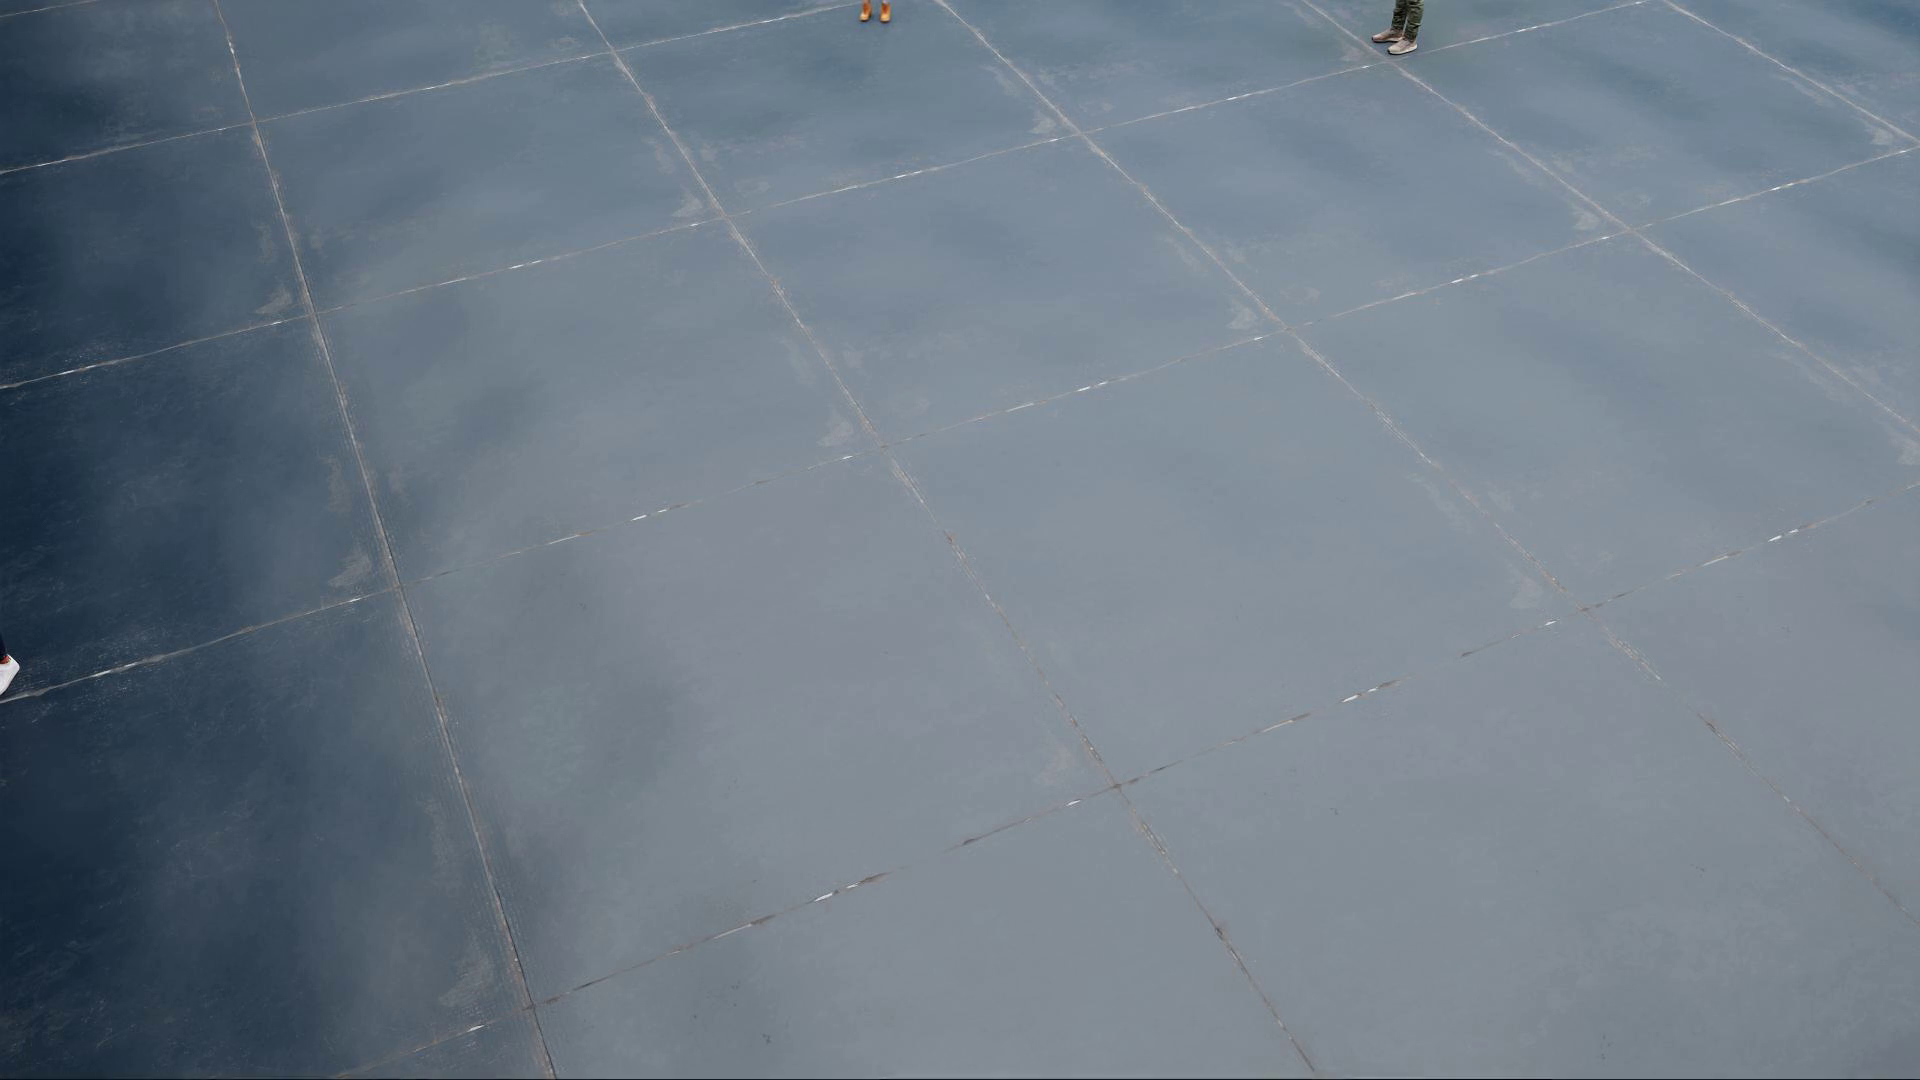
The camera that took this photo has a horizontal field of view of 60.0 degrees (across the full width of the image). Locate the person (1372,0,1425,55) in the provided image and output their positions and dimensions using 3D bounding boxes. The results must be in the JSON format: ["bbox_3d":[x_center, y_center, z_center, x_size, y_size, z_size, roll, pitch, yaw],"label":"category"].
[{"bbox_3d":[3.815,-4.916,13.939,0.650,1.654,0.511,-11,43,-12],"label":"person"}]

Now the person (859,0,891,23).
[{"bbox_3d":[-0.754,-5.151,14.501,0.573,1.247,0.612,6,43,7],"label":"person"}]
